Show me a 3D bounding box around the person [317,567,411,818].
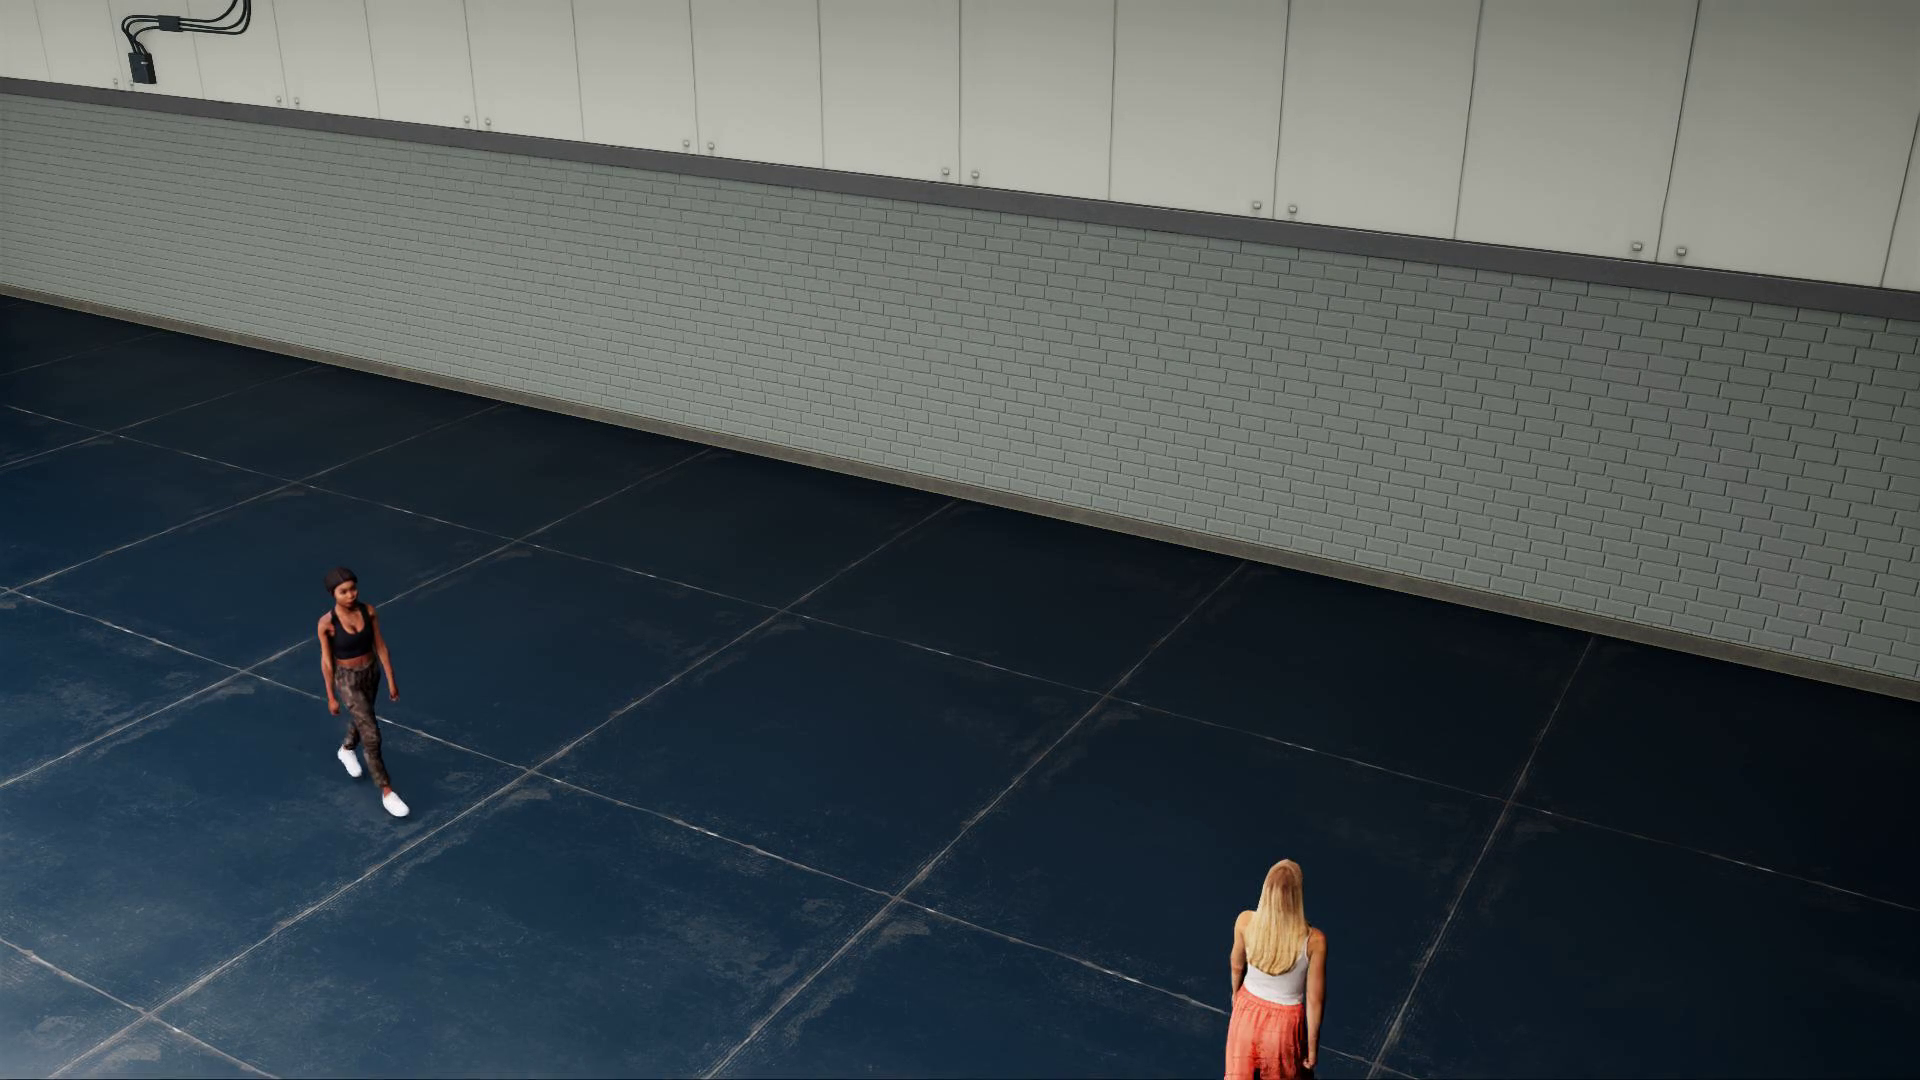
[{"bbox_3d":[-4.020,0.945,11.014,0.828,1.659,1.150,20,30,39],"label":"person"}]

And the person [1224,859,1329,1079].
[{"bbox_3d":[1.379,2.328,7.648,0.634,1.748,1.229,13,26,27],"label":"person"}]
